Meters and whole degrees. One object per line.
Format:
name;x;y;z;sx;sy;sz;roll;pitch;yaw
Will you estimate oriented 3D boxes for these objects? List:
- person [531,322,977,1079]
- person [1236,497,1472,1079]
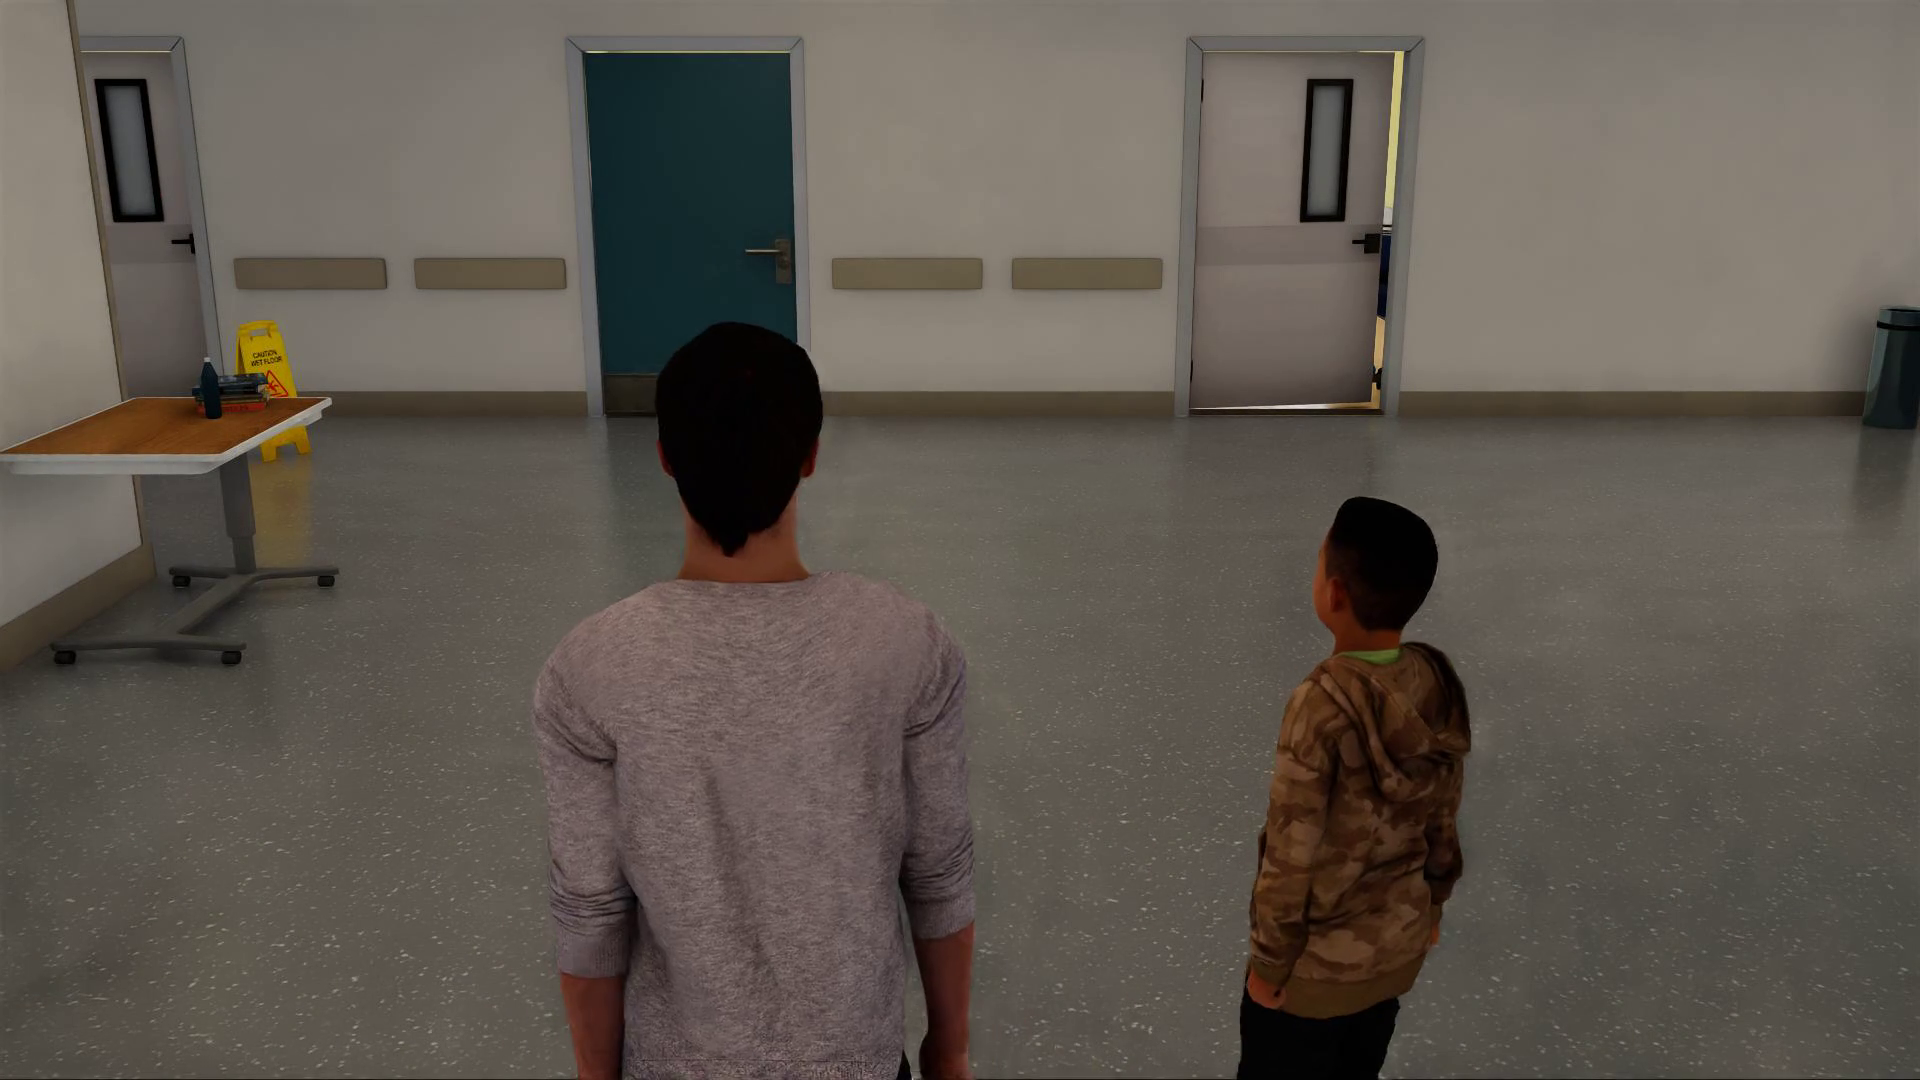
person;-0.222;0.684;1.969;1.036;1.821;0.872;-3;16;-11
person;0.676;0.662;2.737;0.787;1.446;0.830;-11;19;-33
